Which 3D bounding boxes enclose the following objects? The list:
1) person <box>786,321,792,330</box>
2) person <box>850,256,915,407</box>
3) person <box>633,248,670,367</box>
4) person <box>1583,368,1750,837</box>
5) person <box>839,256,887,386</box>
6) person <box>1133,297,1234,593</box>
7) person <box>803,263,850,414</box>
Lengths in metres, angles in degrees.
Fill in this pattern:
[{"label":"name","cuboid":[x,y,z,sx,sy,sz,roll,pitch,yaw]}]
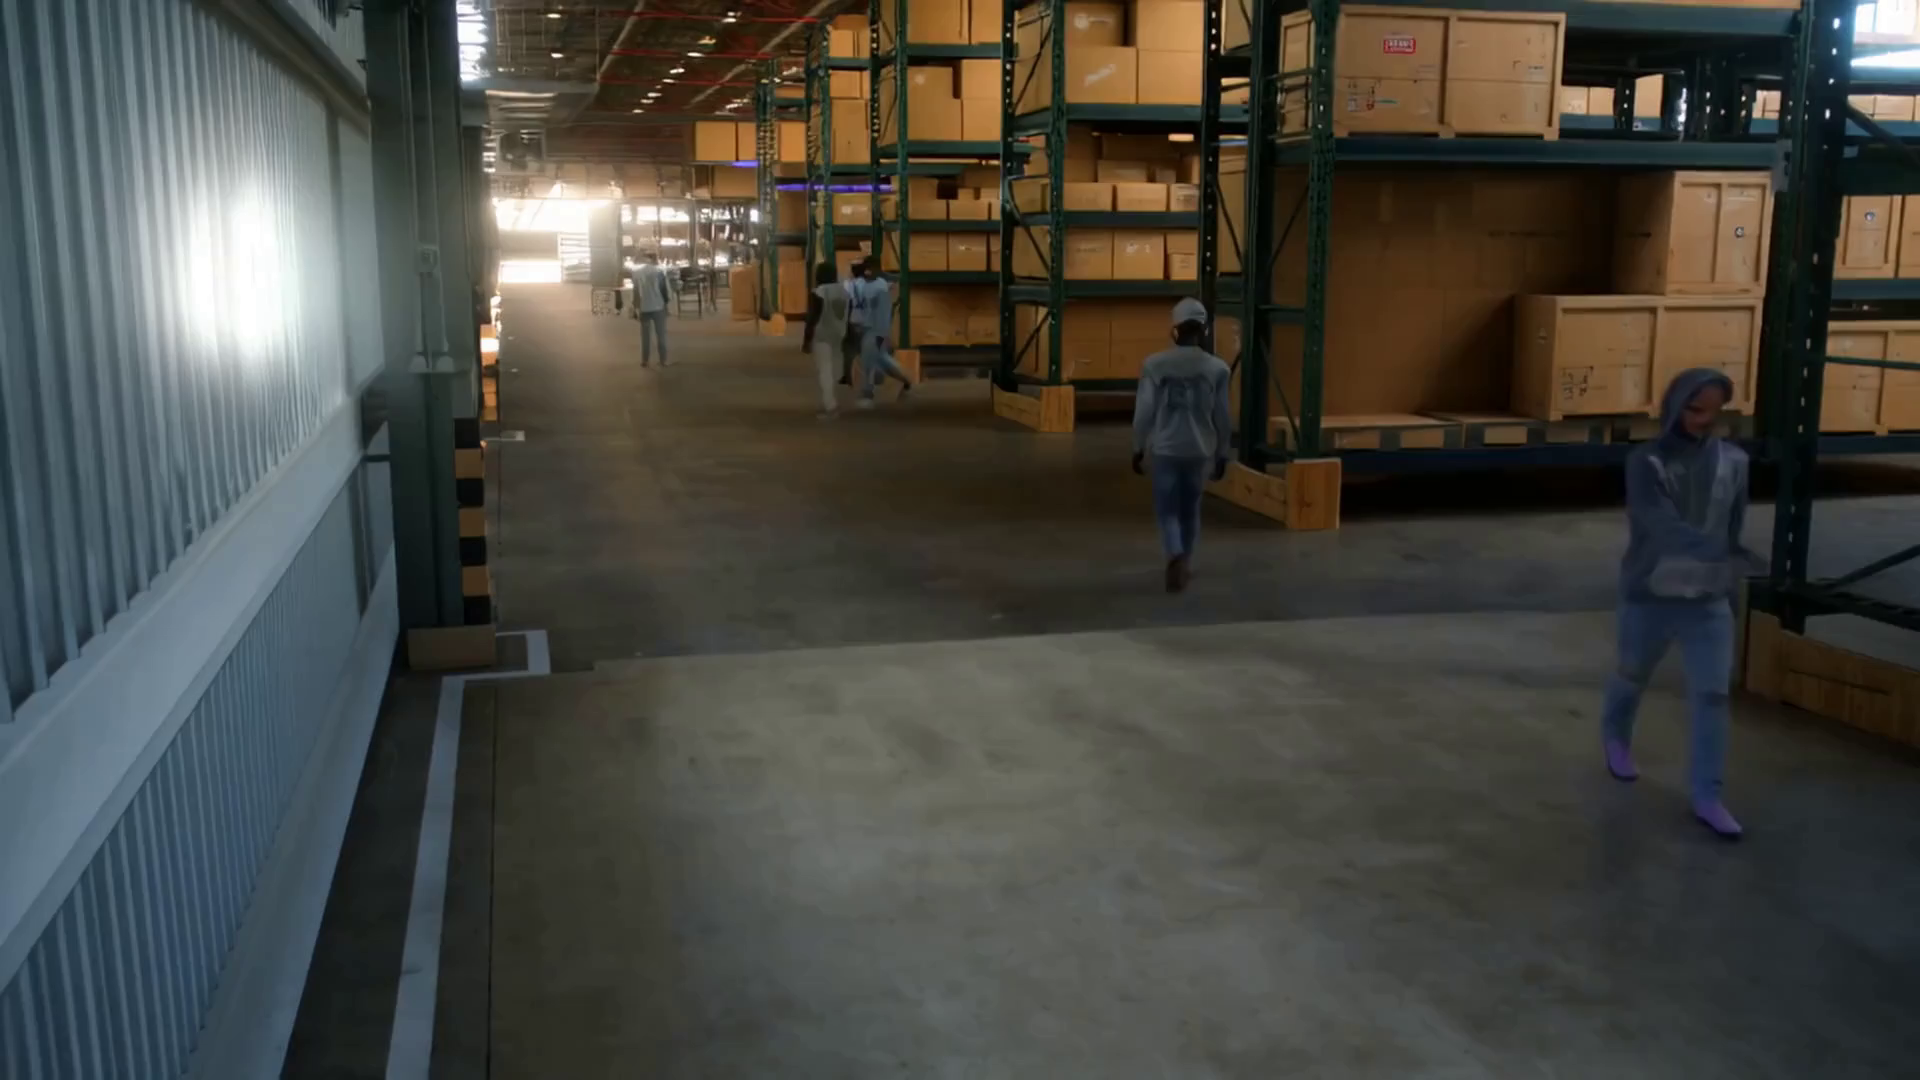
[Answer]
[{"label":"person","cuboid":[-4.268,-6.021,40.047,0.628,1.973,0.624,-3,11,-18]},{"label":"person","cuboid":[-0.997,-2.651,21.176,0.787,1.906,0.720,-1,10,-5]},{"label":"person","cuboid":[-5.193,-3.905,27.991,0.608,1.995,0.377,-3,11,-18]},{"label":"person","cuboid":[2.559,0.170,6.003,0.521,1.603,0.835,-1,10,-6]},{"label":"person","cuboid":[-1.418,-3.161,24.086,0.568,1.902,0.896,-8,13,-39]},{"label":"person","cuboid":[1.302,-0.541,9.676,0.574,1.736,0.624,-1,10,-3]},{"label":"person","cuboid":[-1.669,-2.432,20.117,0.586,1.824,0.647,7,12,36]}]
